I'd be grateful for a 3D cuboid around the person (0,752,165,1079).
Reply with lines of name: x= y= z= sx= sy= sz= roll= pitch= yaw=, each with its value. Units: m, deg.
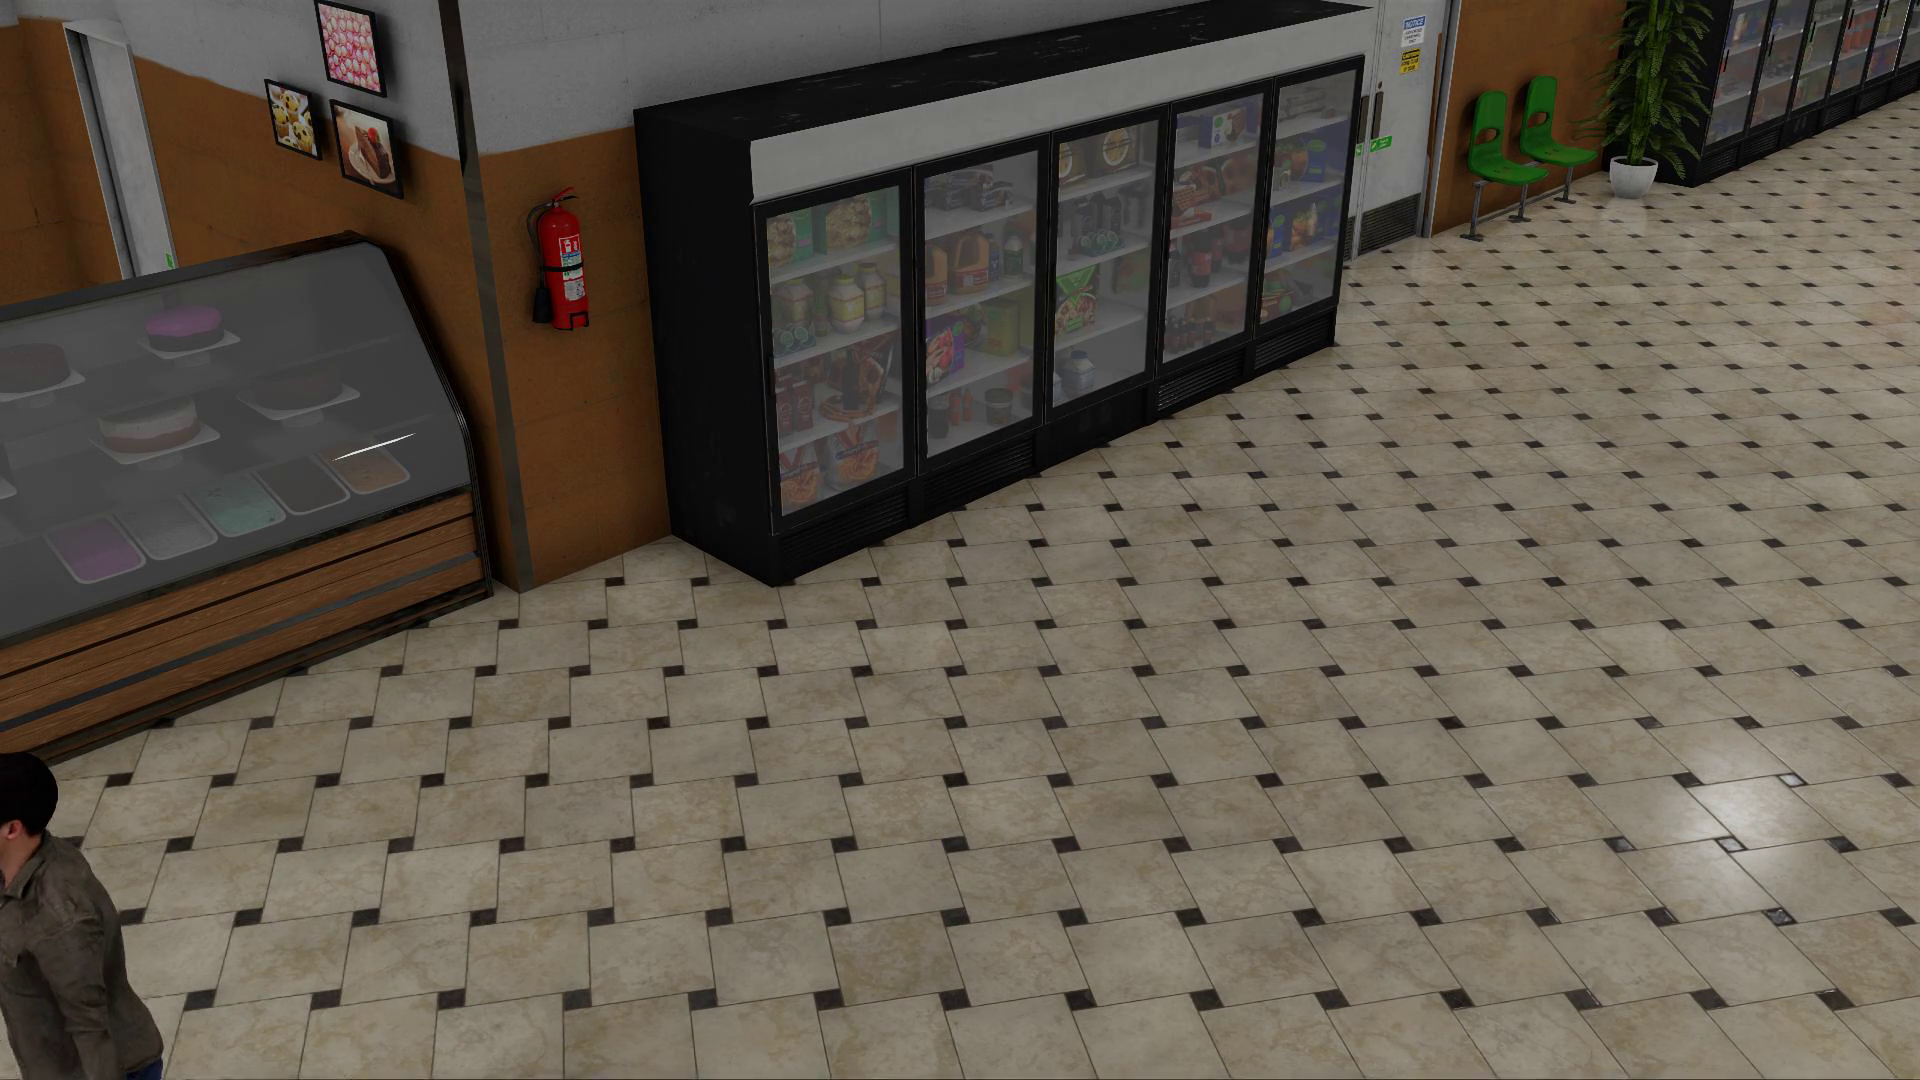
person: x=-2.186 y=1.332 z=4.353 sx=0.805 sy=1.853 sz=0.624 roll=-19 pitch=32 yaw=-33
